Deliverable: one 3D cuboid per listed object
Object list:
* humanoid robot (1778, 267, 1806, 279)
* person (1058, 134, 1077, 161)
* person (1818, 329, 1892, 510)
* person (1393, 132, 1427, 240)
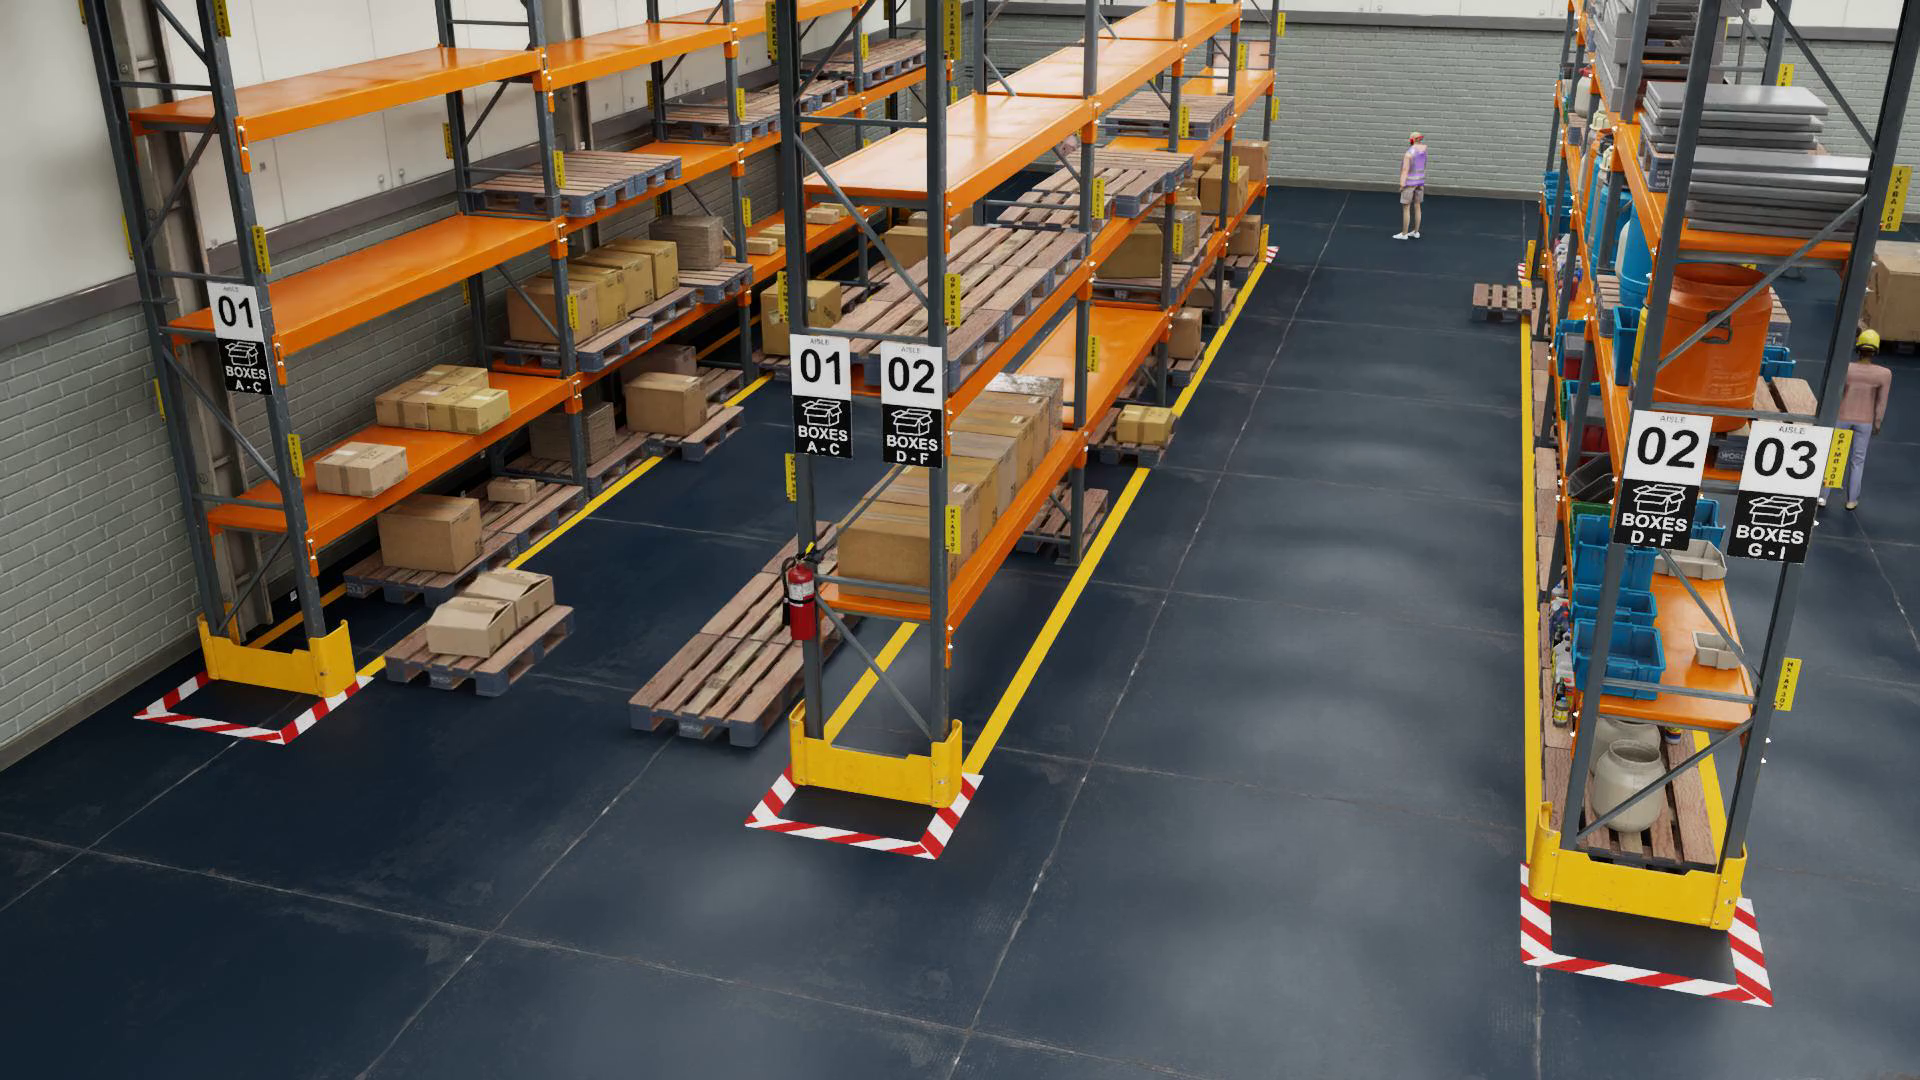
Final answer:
[{"bbox_3d":[12.105,-4.580,24.027,0.544,1.633,0.584,18,29,36],"label":"humanoid robot"},{"bbox_3d":[1.744,-5.903,26.927,0.333,1.801,0.521,3,24,7],"label":"person"},{"bbox_3d":[8.555,-1.153,15.958,0.532,1.765,0.328,9,25,19],"label":"person"},{"bbox_3d":[7.181,-5.621,26.418,0.489,1.688,0.352,-14,27,-29],"label":"person"}]
